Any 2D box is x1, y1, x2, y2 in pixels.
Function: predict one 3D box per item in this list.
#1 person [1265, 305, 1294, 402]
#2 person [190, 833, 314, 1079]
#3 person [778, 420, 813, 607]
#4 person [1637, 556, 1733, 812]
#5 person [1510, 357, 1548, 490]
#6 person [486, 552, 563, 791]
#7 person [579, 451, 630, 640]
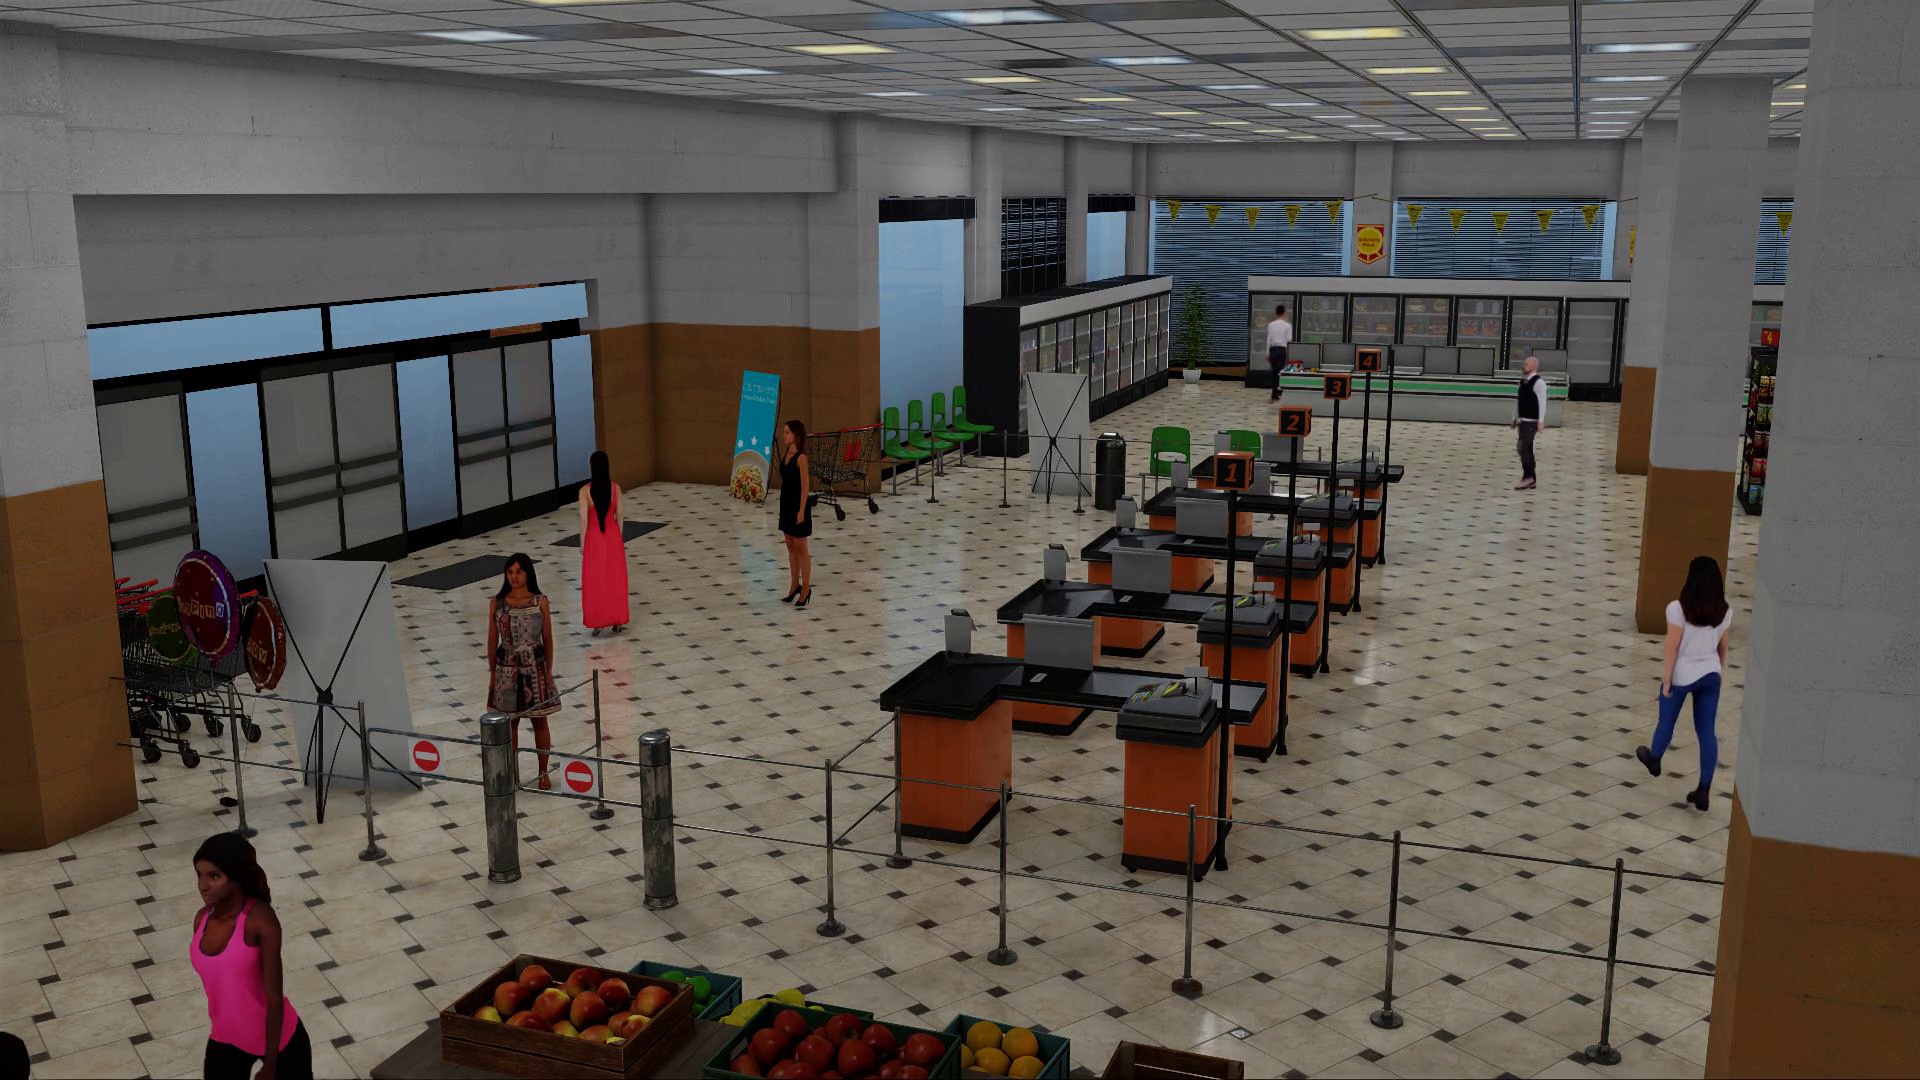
[{"bbox_3d":[6.122,-3.566,32.064,1.198,1.819,0.815,6,13,27],"label":"person"},{"bbox_3d":[-2.631,1.918,6.388,1.144,1.669,0.751,2,12,11],"label":"person"},{"bbox_3d":[-1.617,-0.267,16.358,0.722,1.835,0.626,-9,15,-36],"label":"person"},{"bbox_3d":[4.844,0.983,10.901,1.130,1.638,0.957,0,12,-1],"label":"person"},{"bbox_3d":[7.831,-1.577,22.649,0.850,1.807,0.831,-3,12,-13],"label":"person"},{"bbox_3d":[-2.978,0.889,11.329,0.641,1.645,0.784,-2,12,-7],"label":"person"},{"bbox_3d":[-3.259,0.036,15.183,0.713,1.727,0.748,-8,14,-33],"label":"person"}]
